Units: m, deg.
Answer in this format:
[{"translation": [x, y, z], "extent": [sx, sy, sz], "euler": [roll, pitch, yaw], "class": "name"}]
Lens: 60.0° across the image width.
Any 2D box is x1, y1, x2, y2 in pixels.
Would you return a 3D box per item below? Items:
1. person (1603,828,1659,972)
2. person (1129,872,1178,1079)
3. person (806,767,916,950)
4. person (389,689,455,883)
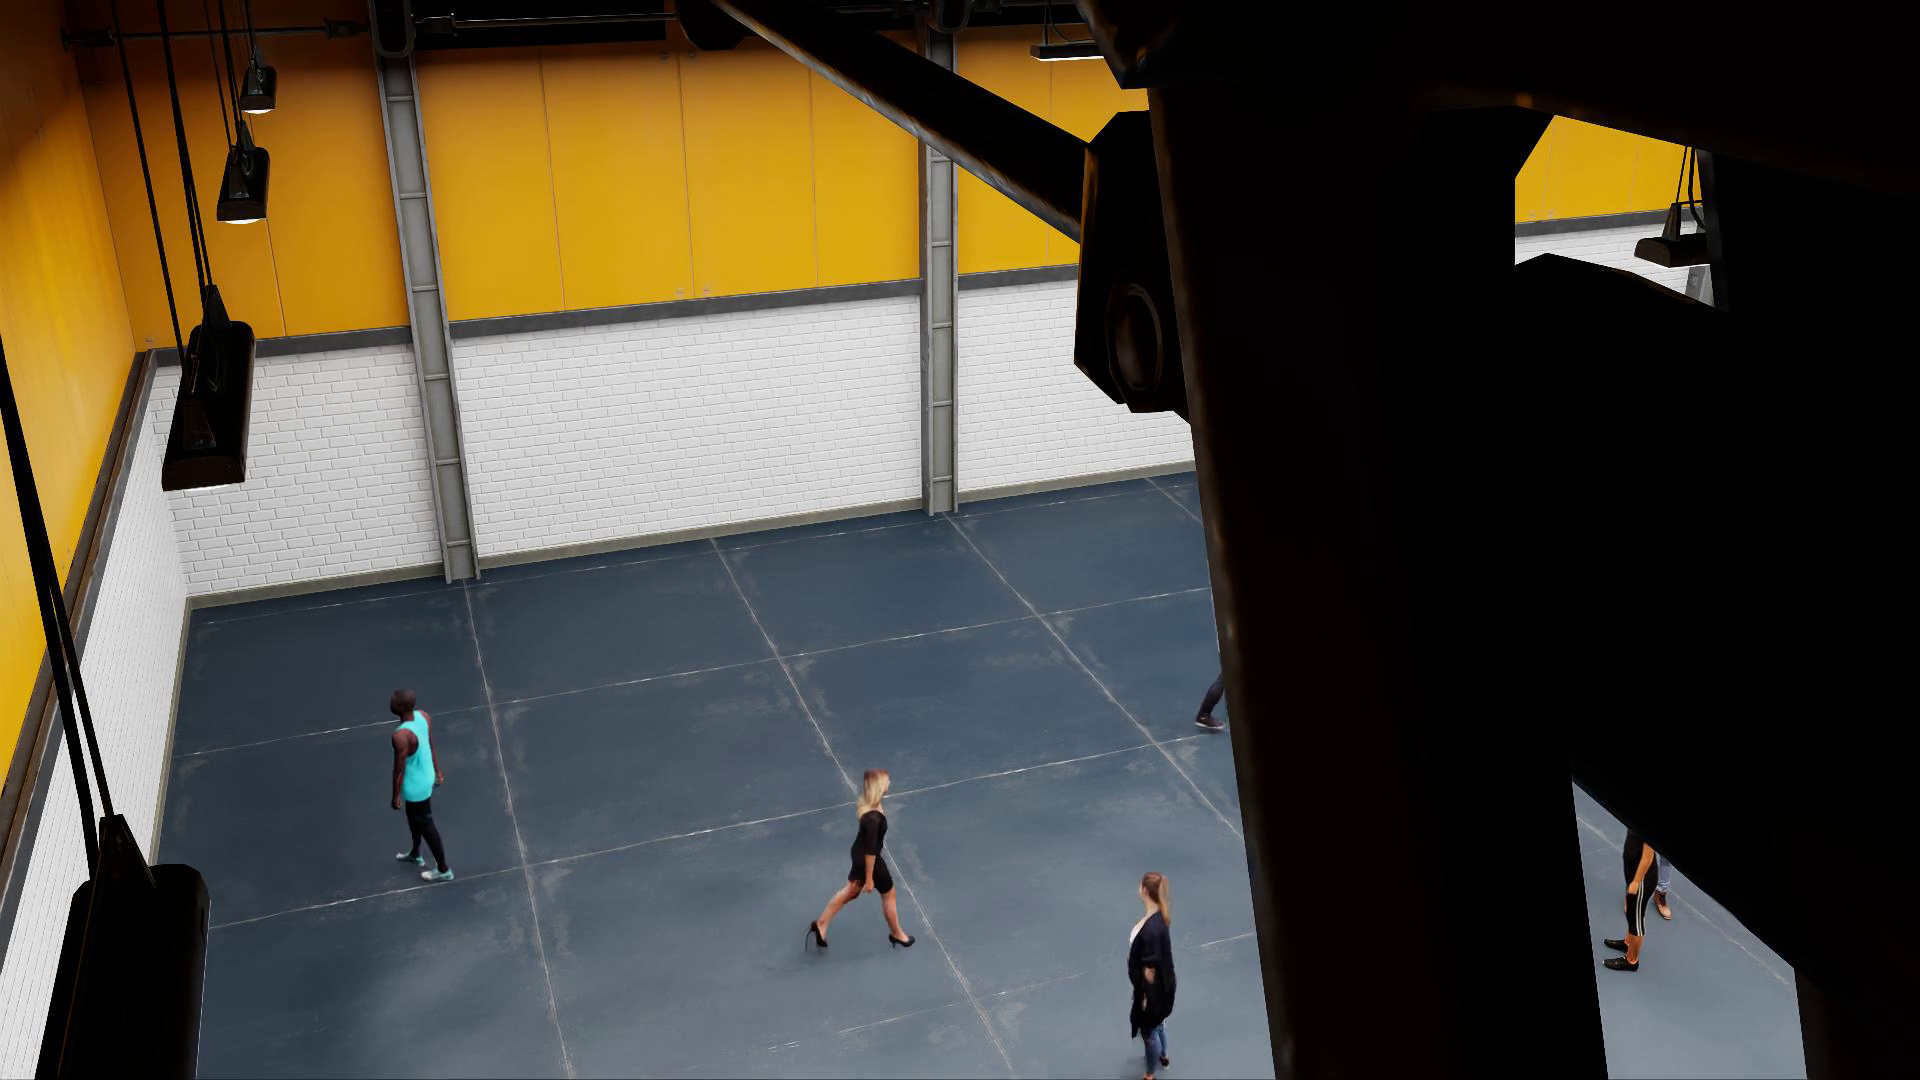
[{"translation": [5.233, 2.546, 12.783], "extent": [0.706, 1.666, 0.659], "euler": [9, 25, 19], "class": "person"}, {"translation": [1.343, 3.103, 11.503], "extent": [0.760, 1.671, 0.798], "euler": [-3, 24, -6], "class": "person"}, {"translation": [-0.808, 2.520, 12.877], "extent": [1.101, 1.638, 0.681], "euler": [-4, 24, -10], "class": "person"}, {"translation": [-4.407, 2.044, 13.767], "extent": [0.966, 1.797, 0.870], "euler": [4, 24, 10], "class": "person"}]
